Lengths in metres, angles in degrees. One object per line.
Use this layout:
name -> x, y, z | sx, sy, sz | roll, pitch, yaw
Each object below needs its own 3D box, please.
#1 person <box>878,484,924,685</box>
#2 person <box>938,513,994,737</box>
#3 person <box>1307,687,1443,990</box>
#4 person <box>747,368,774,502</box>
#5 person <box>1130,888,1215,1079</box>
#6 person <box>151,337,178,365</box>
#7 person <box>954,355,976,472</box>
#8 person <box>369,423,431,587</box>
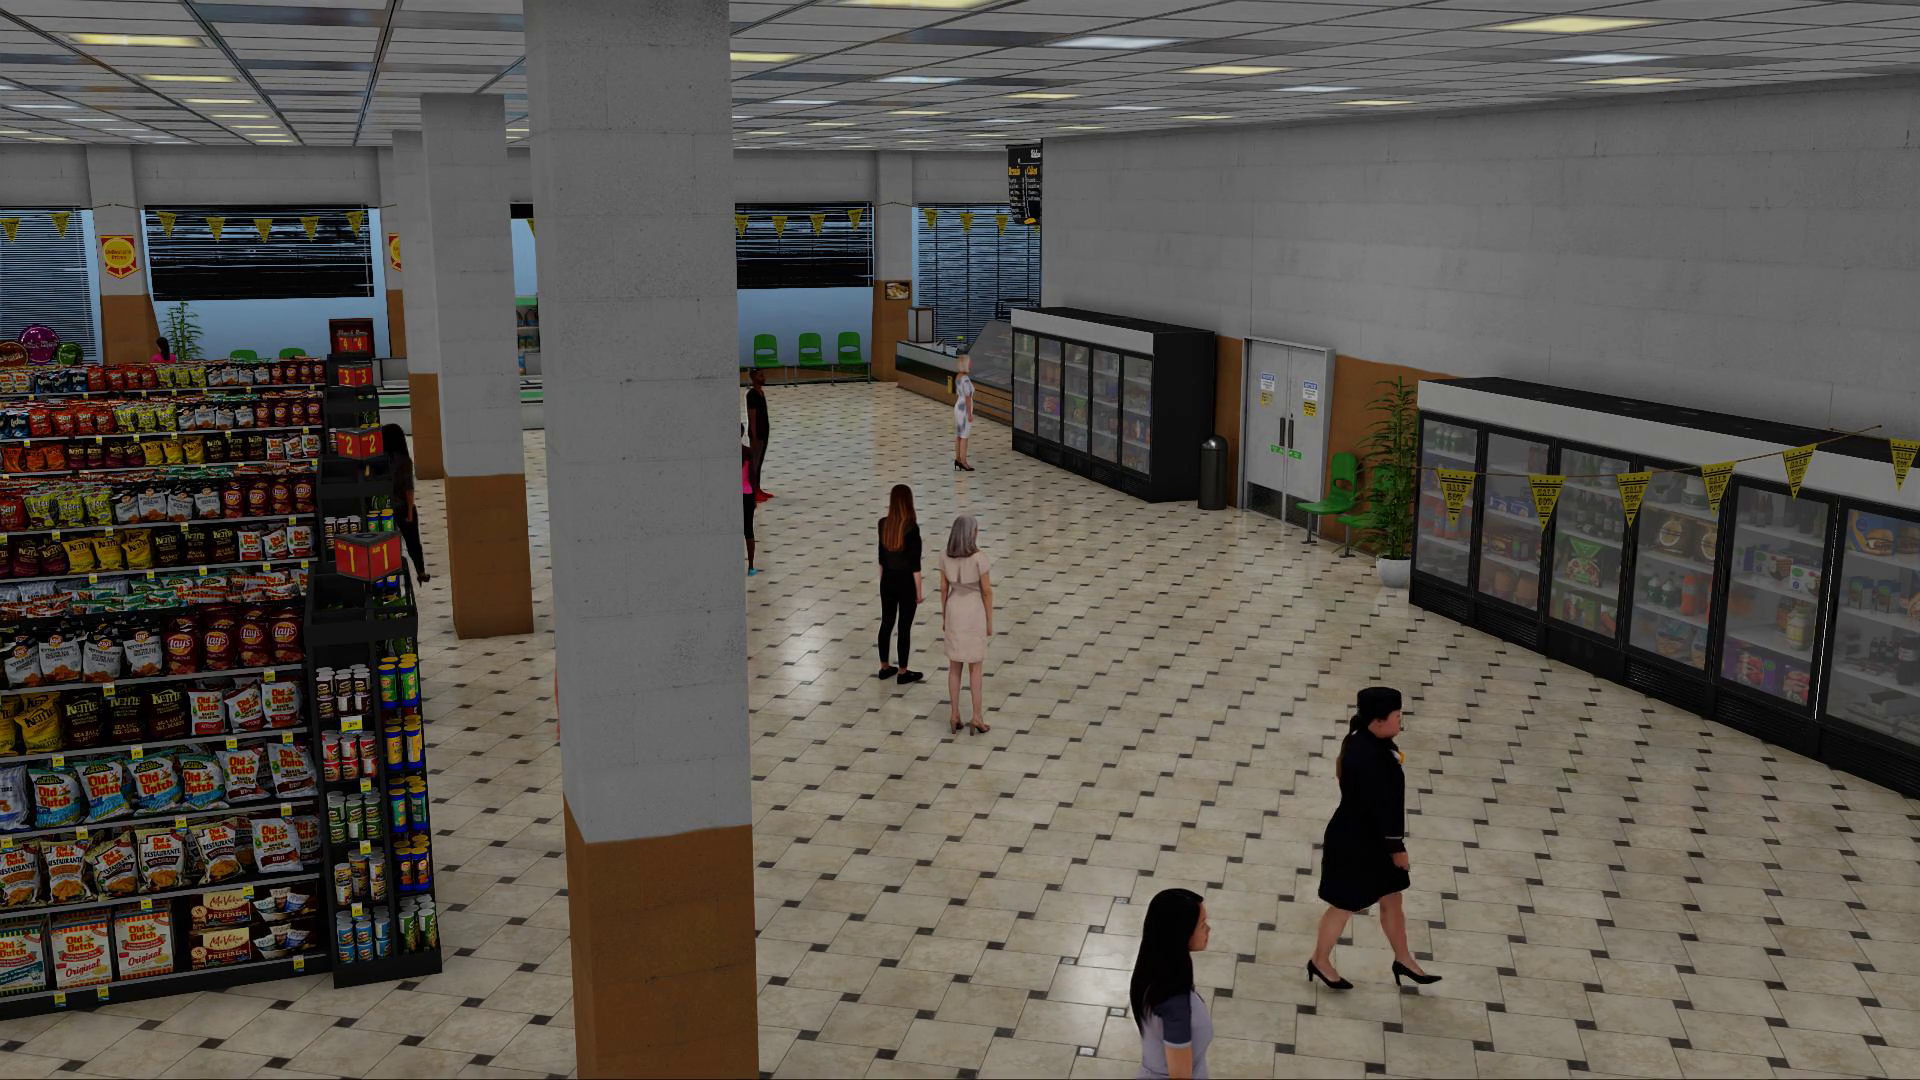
person -> -0.539, 0.371, 14.290 | 0.681, 1.710, 0.704 | 9, 15, 36
person -> 0.049, 0.652, 12.898 | 0.687, 1.735, 0.749 | 5, 13, 24
person -> 2.024, 1.585, 8.688 | 1.080, 1.644, 1.001 | 5, 13, 21
person -> -2.768, -1.453, 22.726 | 0.705, 1.804, 0.721 | 2, 12, 9
person -> 0.774, 2.086, 6.157 | 0.596, 1.706, 0.644 | -1, 12, -6
person -> -13.673, -2.651, 28.670 | 0.736, 1.699, 0.642 | 11, 16, 43
person -> 0.056, -1.931, 25.127 | 0.491, 1.750, 0.558 | -4, 13, -20
person -> -5.822, -0.240, 16.972 | 1.130, 1.801, 1.013 | 1, 12, 3
